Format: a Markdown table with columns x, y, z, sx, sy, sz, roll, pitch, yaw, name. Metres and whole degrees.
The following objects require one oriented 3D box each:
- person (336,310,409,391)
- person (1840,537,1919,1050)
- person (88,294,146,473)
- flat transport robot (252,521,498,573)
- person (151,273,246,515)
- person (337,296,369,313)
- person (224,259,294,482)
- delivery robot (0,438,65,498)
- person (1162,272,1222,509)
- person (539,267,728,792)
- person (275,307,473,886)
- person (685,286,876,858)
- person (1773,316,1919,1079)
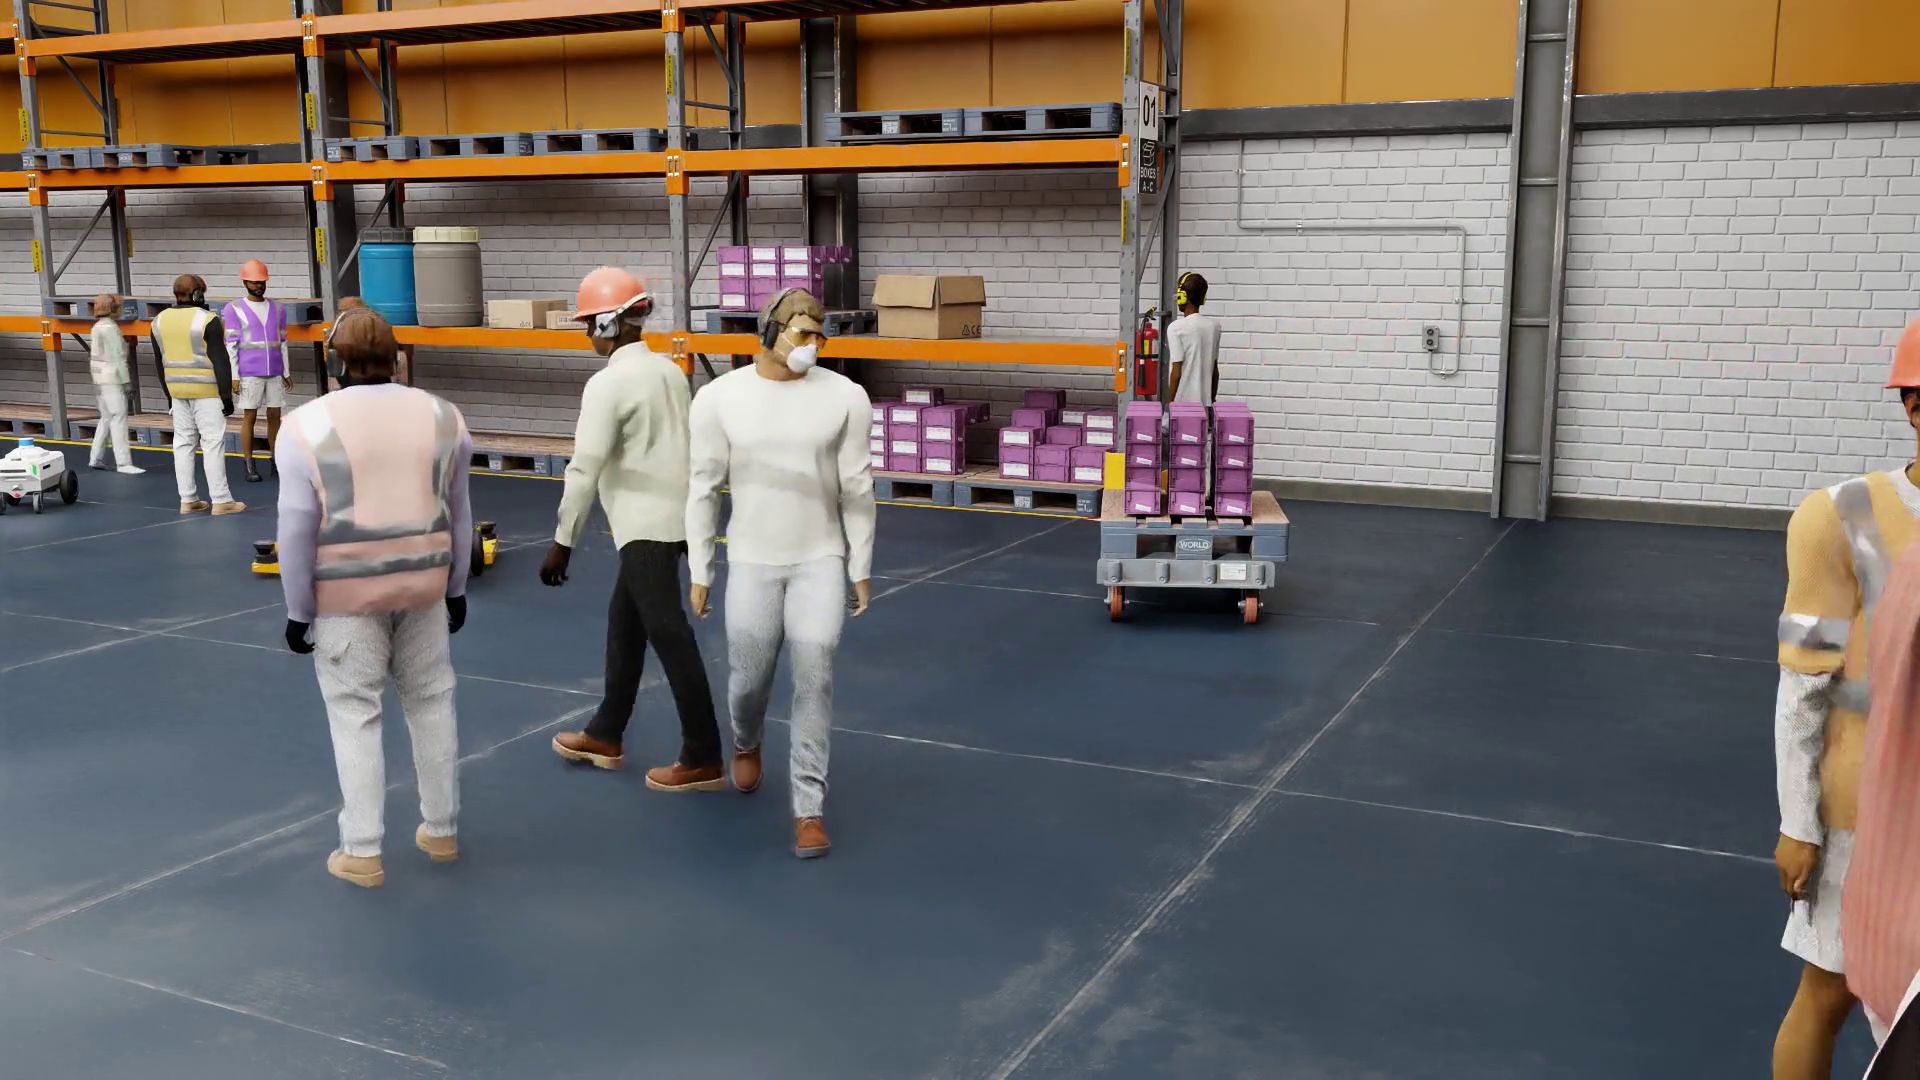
| x | y | z | sx | sy | sz | roll | pitch | yaw | name |
| --- | --- | --- | --- | --- | --- | --- | --- | --- | --- |
| -4.098 | -0.789 | 11.579 | 0.527 | 1.610 | 0.763 | -7 | 12 | -36 | person |
| 1.545 | 0.641 | 2.410 | 0.473 | 1.952 | 0.652 | 0 | 10 | 0 | person |
| -7.705 | -1.401 | 15.037 | 0.396 | 1.625 | 0.674 | -8 | 13 | -39 | person |
| -3.727 | 0.035 | 10.675 | 1.431 | 0.197 | 0.652 | -2 | 10 | -12 | flat transport robot |
| -5.821 | -1.107 | 12.723 | 0.627 | 1.844 | 0.429 | 3 | 10 | 15 | person |
| -5.222 | -1.349 | 14.720 | 0.463 | 1.615 | 0.526 | 3 | 10 | 16 | person |
| -6.113 | -1.477 | 14.568 | 0.366 | 1.934 | 0.553 | 9 | 13 | 42 | person |
| -7.256 | -0.552 | 12.956 | 0.477 | 0.478 | 0.707 | -2 | 10 | -12 | delivery robot |
| 1.575 | -0.904 | 11.477 | 0.533 | 1.870 | 0.315 | -8 | 13 | -40 | person |
| -1.274 | -0.029 | 6.230 | 0.915 | 1.944 | 0.644 | 2 | 10 | 13 | person |
| -1.873 | 0.180 | 5.357 | 0.629 | 1.842 | 0.429 | -9 | 13 | -41 | person |
| -0.613 | 0.080 | 5.744 | 0.654 | 1.904 | 0.761 | -2 | 10 | -10 | person |
| 1.840 | 0.507 | 3.193 | 0.545 | 1.942 | 0.354 | 0 | 10 | -3 | person |
